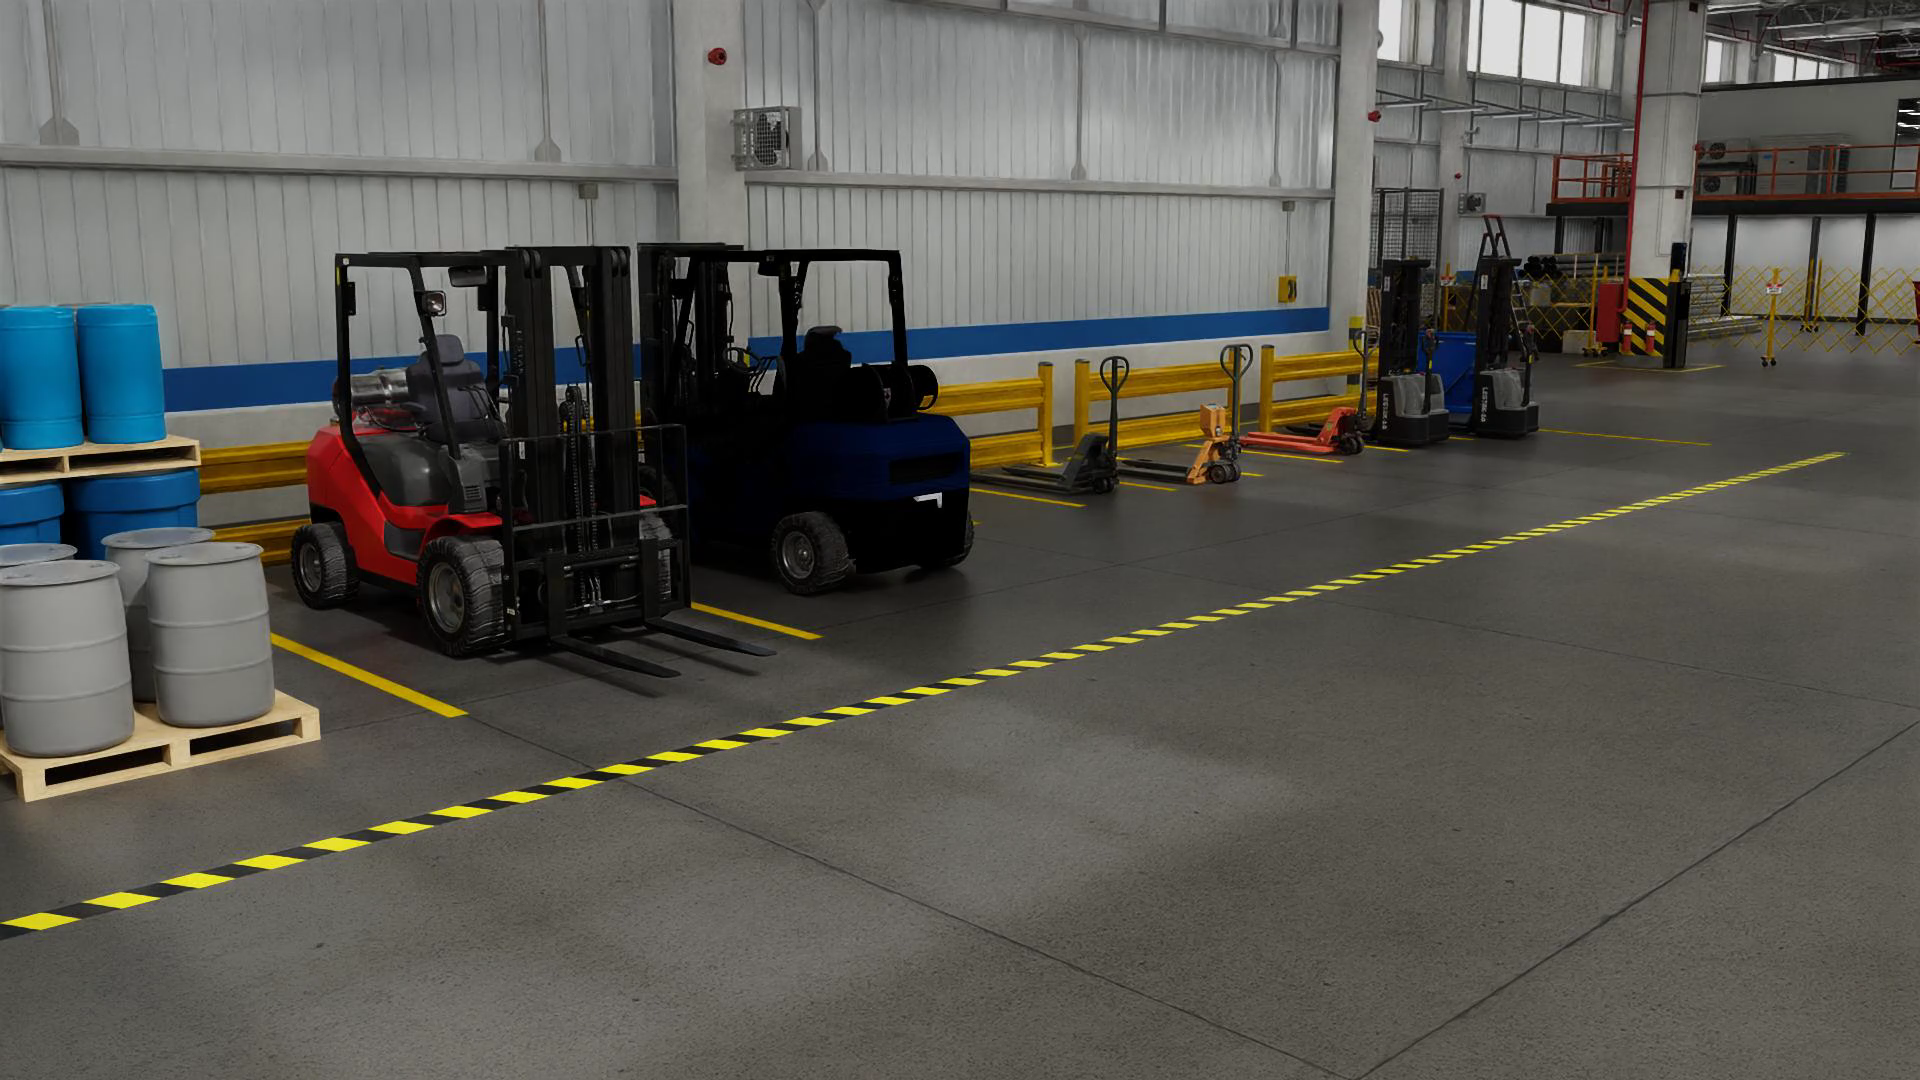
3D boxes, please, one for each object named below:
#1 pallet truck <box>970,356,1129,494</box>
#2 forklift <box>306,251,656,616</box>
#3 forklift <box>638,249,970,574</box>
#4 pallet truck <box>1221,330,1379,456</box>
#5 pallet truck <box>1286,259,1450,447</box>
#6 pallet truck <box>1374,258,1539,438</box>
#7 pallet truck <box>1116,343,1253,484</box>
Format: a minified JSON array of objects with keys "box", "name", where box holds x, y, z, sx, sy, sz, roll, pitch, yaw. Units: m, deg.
[{"box":[0.784,-1.085,14.876,0.680,1.201,1.601,-10,14,-44],"name":"pallet truck"},{"box":[-2.833,-0.669,9.694,1.157,1.987,2.680,-10,14,-44],"name":"forklift"},{"box":[-1.173,-0.958,11.239,2.680,1.987,1.157,10,14,43],"name":"forklift"},{"box":[3.563,-1.581,17.381,0.653,1.274,1.630,-10,14,-44],"name":"pallet truck"},{"box":[4.493,-2.078,18.196,0.823,1.965,1.885,-9,14,-40],"name":"pallet truck"},{"box":[5.704,-2.208,18.901,1.885,1.965,0.823,10,14,43],"name":"pallet truck"},{"box":[1.962,-1.215,15.415,1.522,1.261,0.704,10,14,43],"name":"pallet truck"}]
